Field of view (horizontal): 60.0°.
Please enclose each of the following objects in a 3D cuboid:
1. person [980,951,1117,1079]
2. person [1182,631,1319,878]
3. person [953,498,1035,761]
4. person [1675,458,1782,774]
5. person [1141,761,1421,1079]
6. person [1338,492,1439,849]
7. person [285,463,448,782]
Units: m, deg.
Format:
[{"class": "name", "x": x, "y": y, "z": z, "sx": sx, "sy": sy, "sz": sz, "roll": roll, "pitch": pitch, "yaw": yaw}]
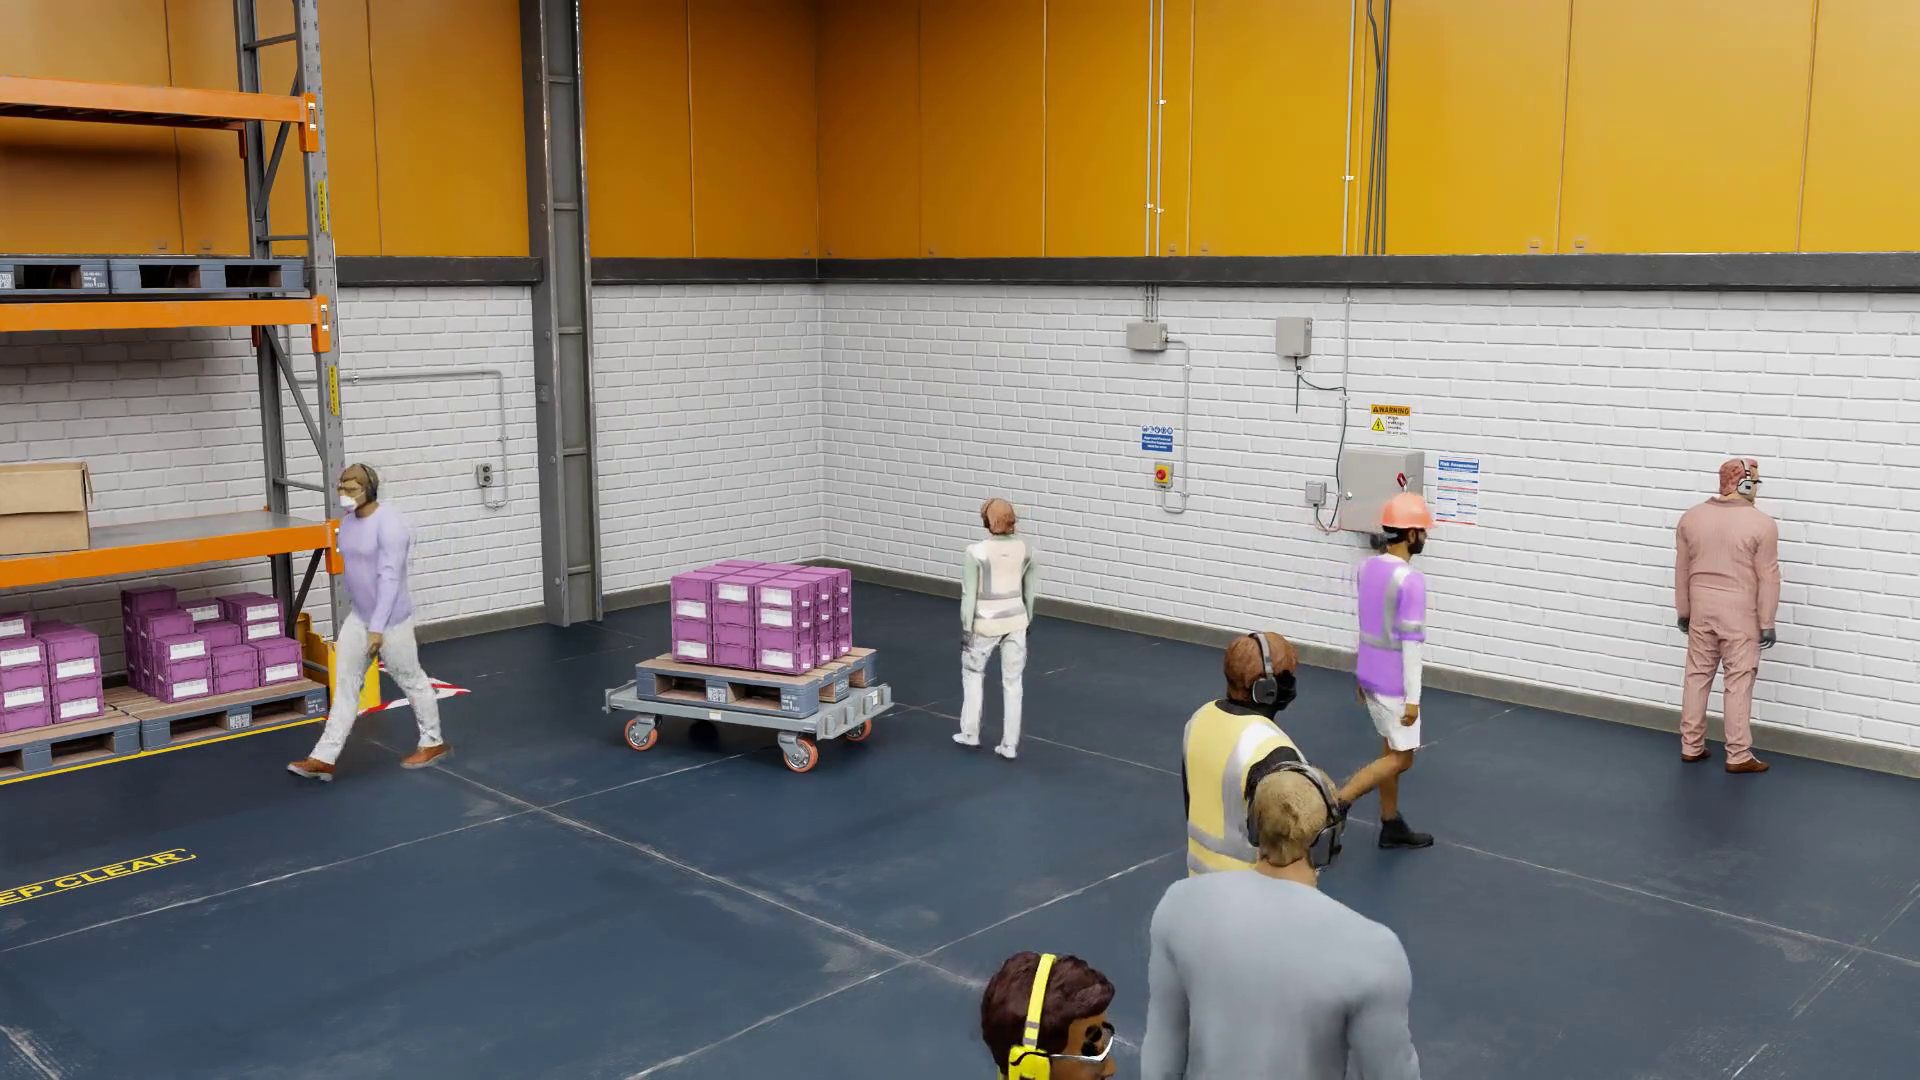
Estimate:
[{"class": "person", "x": 0.146, "y": 1.632, "z": 2.972, "sx": 0.407, "sy": 1.859, "sz": 0.541, "roll": 3, "pitch": 10, "yaw": 19}, {"class": "person", "x": 0.983, "y": 1.213, "z": 5.598, "sx": 0.430, "sy": 1.845, "sz": 0.620, "roll": -3, "pitch": 10, "yaw": -18}, {"class": "person", "x": 0.202, "y": 0.538, "z": 10.397, "sx": 0.552, "sy": 1.614, "sz": 0.655, "roll": -4, "pitch": 10, "yaw": -24}, {"class": "person", "x": 4.659, "y": 0.452, "z": 10.082, "sx": 0.401, "sy": 1.904, "sz": 0.640, "roll": -6, "pitch": 11, "yaw": -32}, {"class": "person", "x": 0.800, "y": 1.449, "z": 4.007, "sx": 0.652, "sy": 1.883, "sz": 1.001, "roll": 8, "pitch": 12, "yaw": 39}, {"class": "person", "x": 2.131, "y": 0.707, "z": 8.498, "sx": 0.720, "sy": 1.920, "sz": 0.549, "roll": -3, "pitch": 10, "yaw": -15}, {"class": "person", "x": -3.524, "y": 0.493, "z": 9.858, "sx": 0.651, "sy": 1.886, "sz": 1.025, "roll": 7, "pitch": 11, "yaw": 36}]
